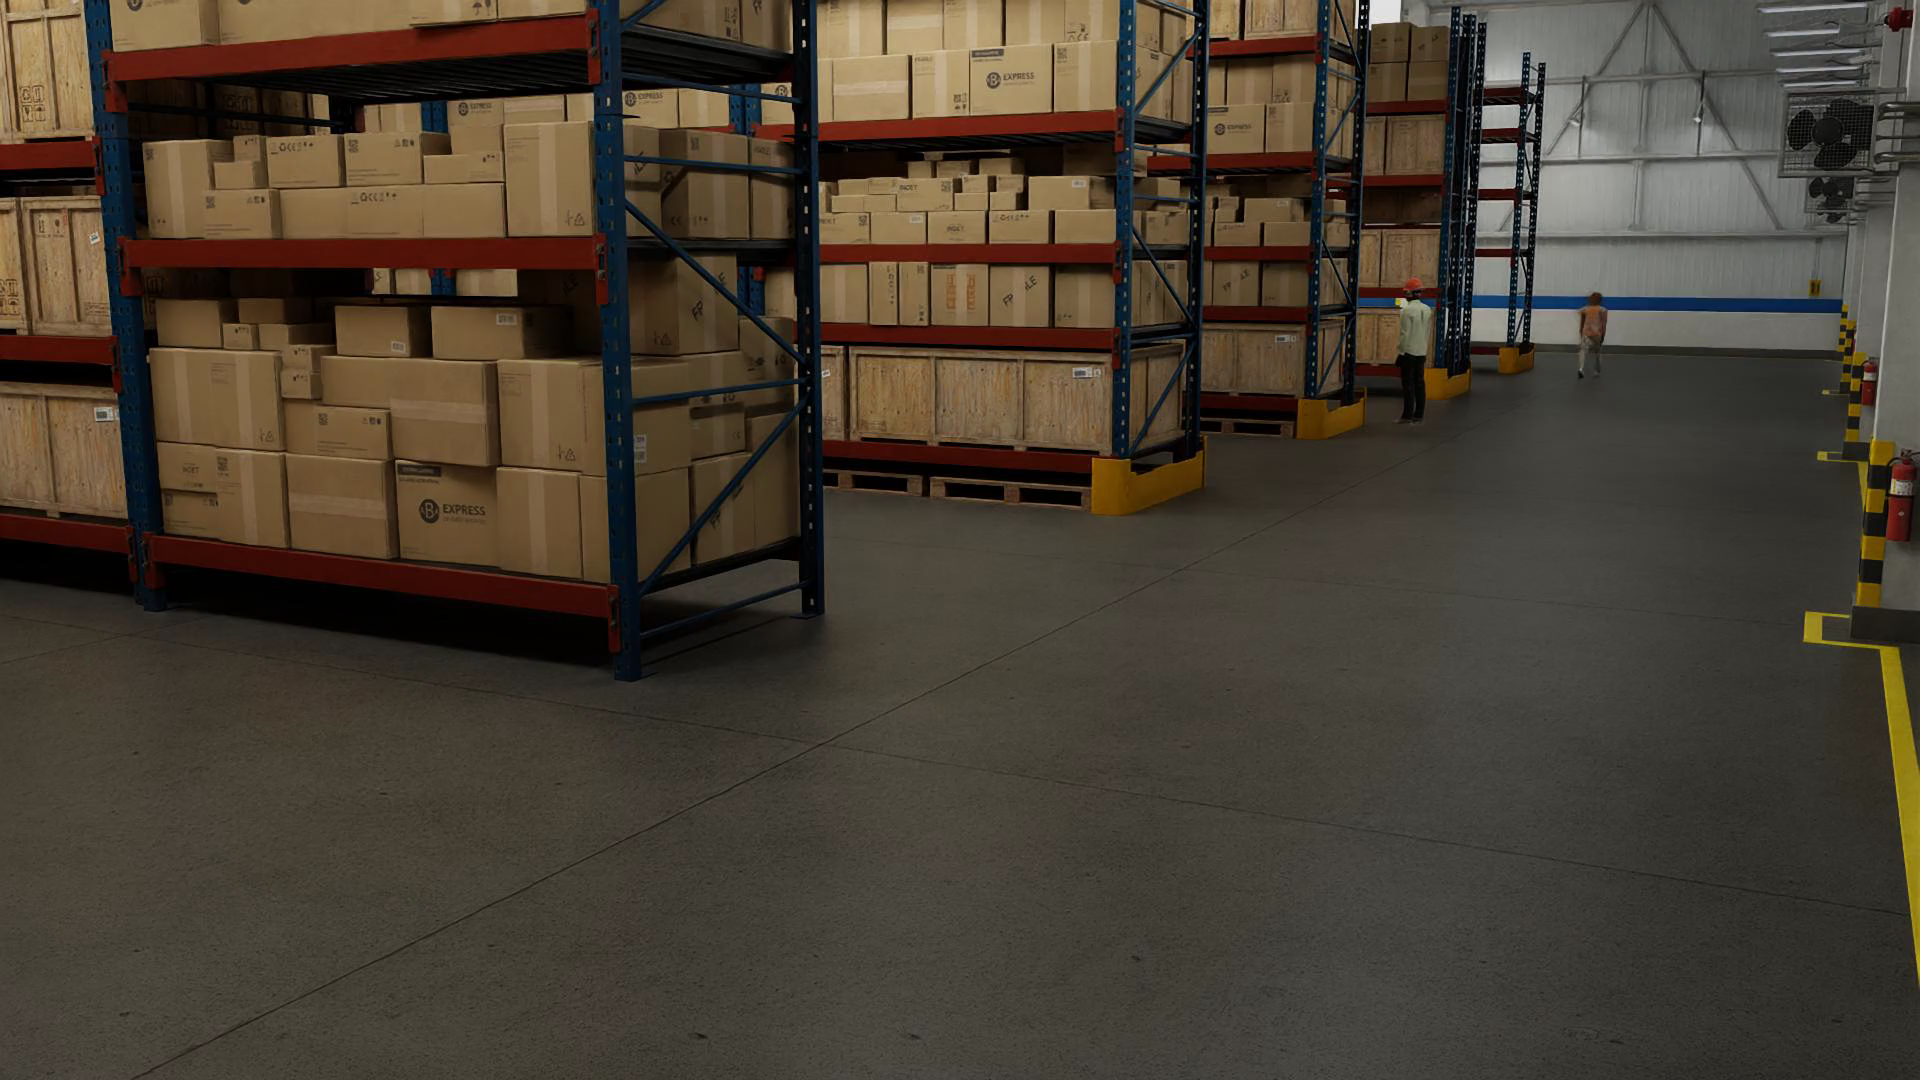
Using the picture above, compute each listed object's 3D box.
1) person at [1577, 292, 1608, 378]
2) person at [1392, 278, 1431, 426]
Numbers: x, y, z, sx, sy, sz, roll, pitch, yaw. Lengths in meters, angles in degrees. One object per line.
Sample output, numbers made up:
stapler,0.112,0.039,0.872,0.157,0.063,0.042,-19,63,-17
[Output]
person,11.828,-3.836,31.138,0.507,1.607,0.835,6,12,33
person,6.108,-2.541,22.516,0.622,1.992,0.394,-8,13,-40
